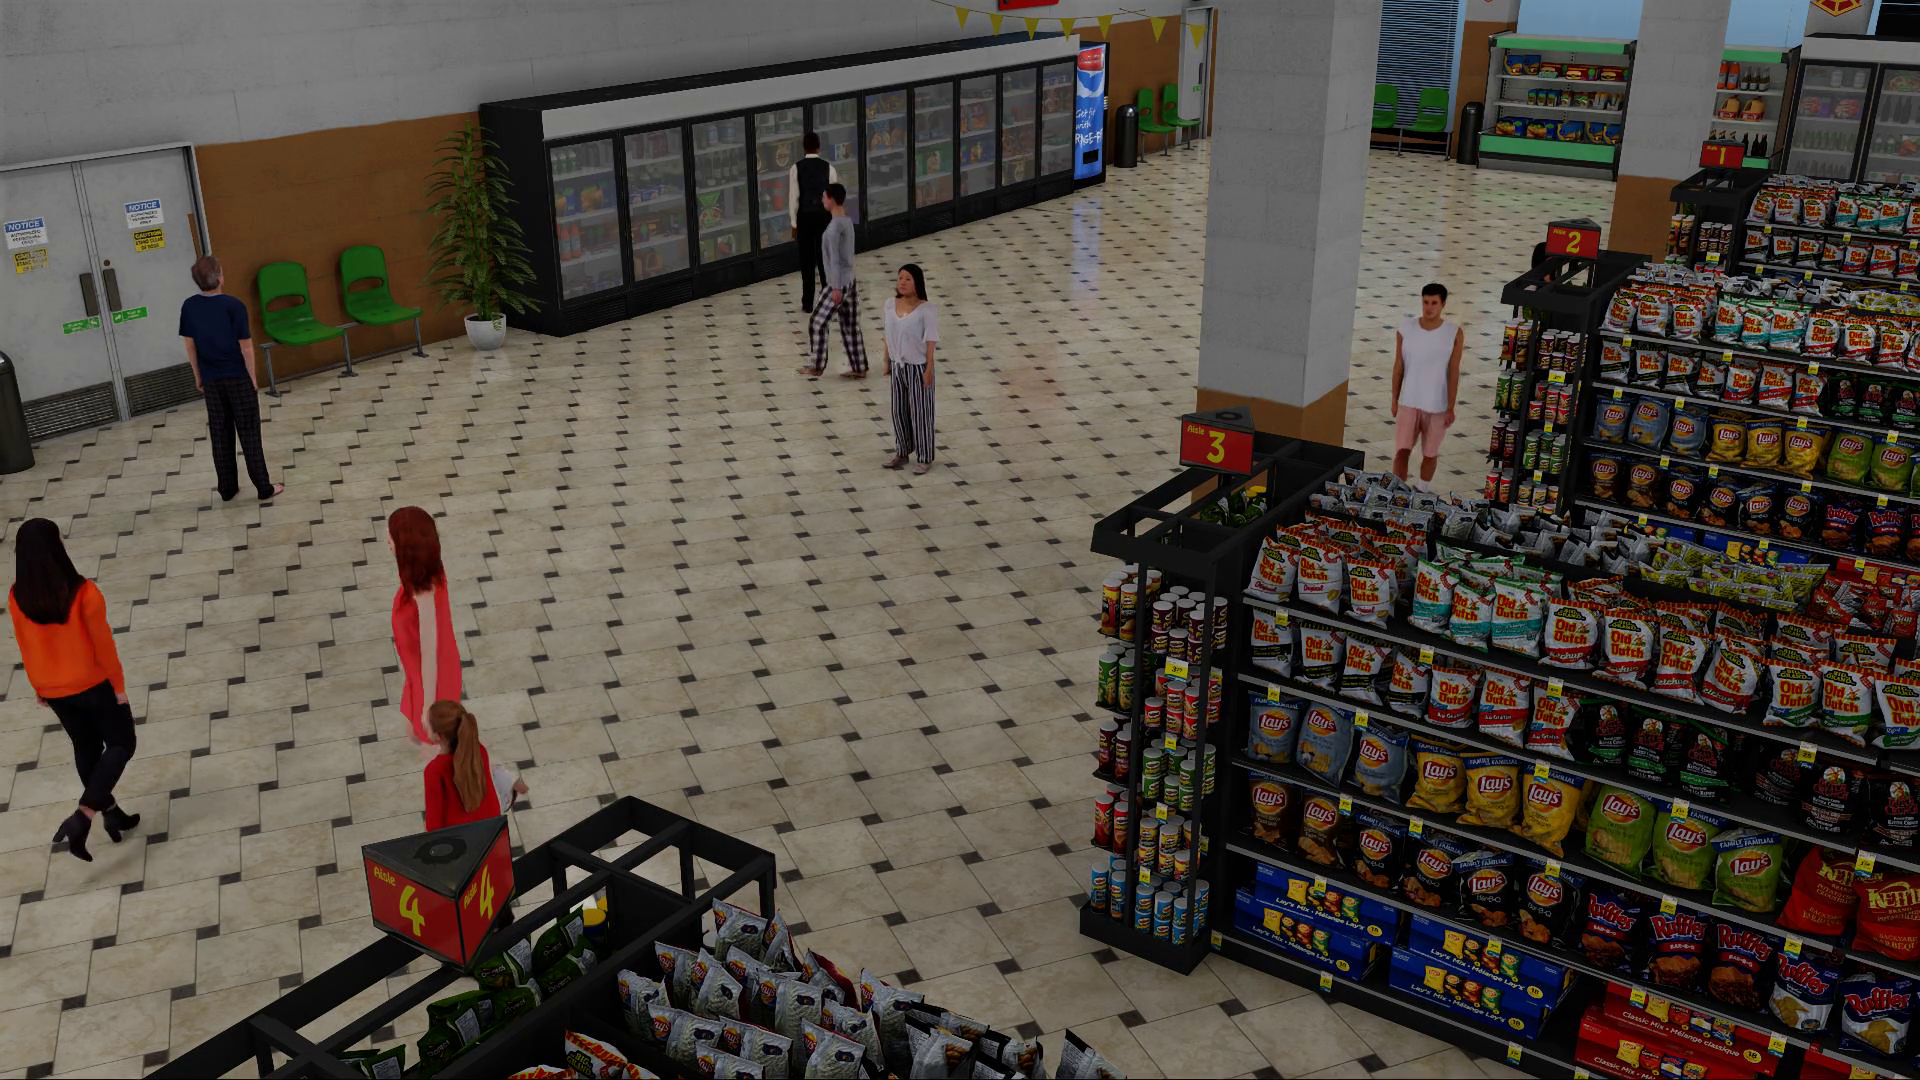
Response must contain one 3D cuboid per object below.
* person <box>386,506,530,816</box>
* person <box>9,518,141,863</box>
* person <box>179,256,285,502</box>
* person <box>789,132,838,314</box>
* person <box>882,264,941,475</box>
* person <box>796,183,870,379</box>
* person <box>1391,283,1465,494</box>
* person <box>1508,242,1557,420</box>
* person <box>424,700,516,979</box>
[{"bbox_3d":[-2.395,0.690,7.865,0.884,1.815,0.851,-8,23,-18],"label":"person"},{"bbox_3d":[-4.190,0.743,7.844,0.946,1.733,0.916,3,22,8],"label":"person"},{"bbox_3d":[-5.515,-1.208,12.515,0.692,1.871,0.802,0,22,1],"label":"person"},{"bbox_3d":[-1.575,-3.428,17.977,0.755,1.917,0.842,-2,22,-4],"label":"person"},{"bbox_3d":[-0.387,-1.368,13.172,0.547,1.677,0.739,16,27,34],"label":"person"},{"bbox_3d":[-1.033,-2.380,15.491,1.033,1.825,0.864,5,22,13],"label":"person"},{"bbox_3d":[3.435,-1.027,12.206,0.903,1.765,0.836,7,23,18],"label":"person"},{"bbox_3d":[4.861,-1.709,14.072,0.687,1.638,0.669,-14,26,-31],"label":"person"},{"bbox_3d":[-2.108,1.269,7.144,0.504,1.278,0.510,11,25,26],"label":"person"}]
